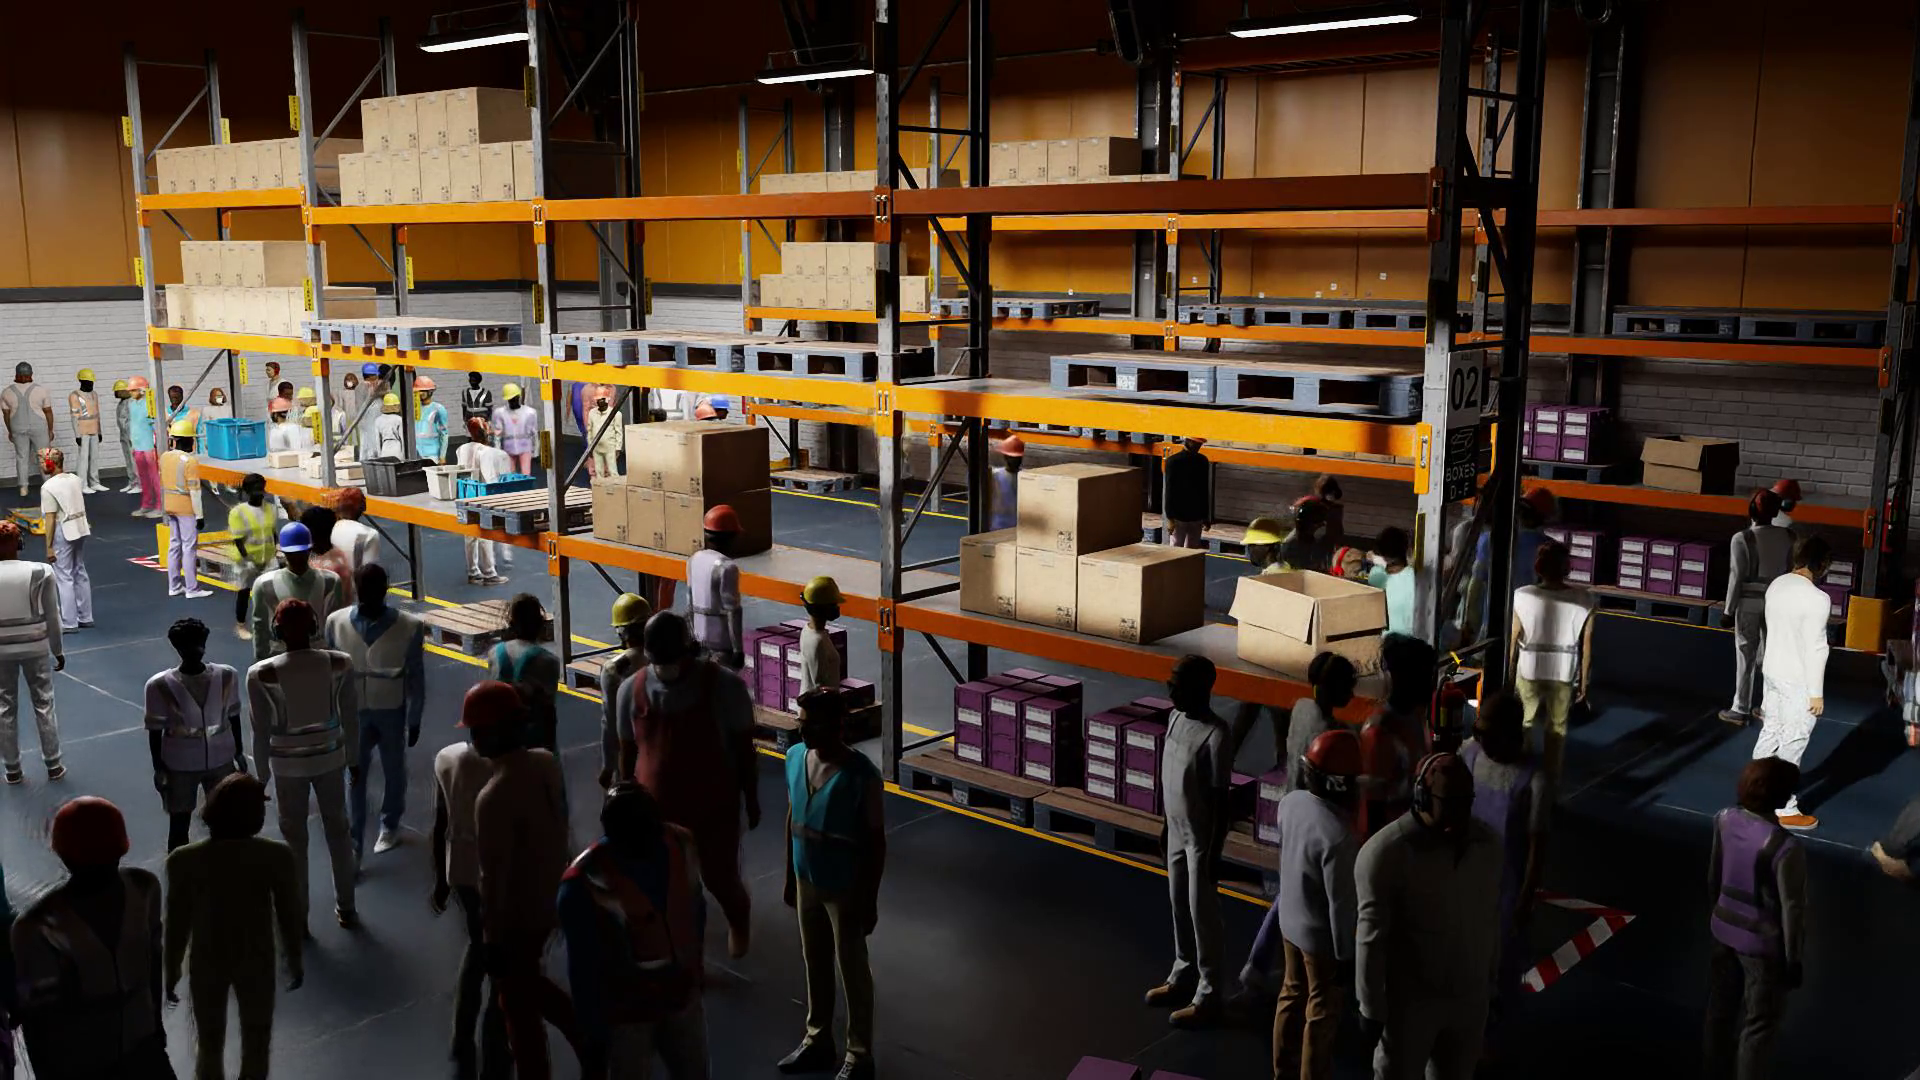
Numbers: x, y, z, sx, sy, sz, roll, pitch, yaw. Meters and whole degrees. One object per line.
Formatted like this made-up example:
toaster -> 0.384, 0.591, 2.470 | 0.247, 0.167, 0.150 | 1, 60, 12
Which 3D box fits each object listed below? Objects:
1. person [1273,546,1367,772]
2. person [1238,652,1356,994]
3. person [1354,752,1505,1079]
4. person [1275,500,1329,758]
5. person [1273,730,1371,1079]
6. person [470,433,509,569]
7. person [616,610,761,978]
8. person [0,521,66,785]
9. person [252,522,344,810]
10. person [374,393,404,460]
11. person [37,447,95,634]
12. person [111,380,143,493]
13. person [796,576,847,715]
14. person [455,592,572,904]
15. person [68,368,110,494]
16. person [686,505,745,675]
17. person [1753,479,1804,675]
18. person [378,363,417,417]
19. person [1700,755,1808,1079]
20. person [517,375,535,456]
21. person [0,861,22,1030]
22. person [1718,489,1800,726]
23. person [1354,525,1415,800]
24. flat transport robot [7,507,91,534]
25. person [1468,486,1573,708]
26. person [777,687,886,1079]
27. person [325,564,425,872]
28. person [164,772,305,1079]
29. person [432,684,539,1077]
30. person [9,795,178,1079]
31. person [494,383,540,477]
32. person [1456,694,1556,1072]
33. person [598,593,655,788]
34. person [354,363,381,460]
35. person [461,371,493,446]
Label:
person -> 2.451, 0.927, 11.083 | 0.496, 1.823, 0.566 | 6, 12, 30
person -> 1.777, 1.416, 8.315 | 0.765, 1.817, 0.564 | -3, 10, -16
person -> 1.801, 1.727, 6.305 | 0.652, 1.906, 0.409 | -4, 11, -21
person -> 2.525, 0.662, 12.236 | 0.367, 1.939, 0.635 | 7, 12, 34
person -> 1.565, 1.659, 7.158 | 0.343, 1.744, 0.560 | -3, 10, -16
person -> -5.539, -0.498, 19.448 | 0.588, 1.702, 0.559 | -1, 10, -8
person -> -1.382, 1.284, 8.431 | 0.731, 2.000, 0.621 | 1, 10, 6
person -> -6.617, 0.795, 11.681 | 0.581, 1.879, 0.365 | -4, 11, -23
person -> -4.435, 0.837, 11.218 | 0.602, 1.949, 0.393 | -6, 11, -29
person -> -7.873, -1.167, 23.133 | 0.485, 1.744, 0.294 | 2, 10, 11
person -> -8.728, 0.007, 16.240 | 0.395, 1.836, 0.561 | 0, 10, 2
person -> -12.783, -1.584, 25.508 | 0.484, 1.738, 0.321 | 10, 14, 43
person -> -0.852, 1.089, 10.311 | 0.314, 1.768, 0.526 | -2, 10, -11
person -> -2.536, 1.221, 9.481 | 0.524, 1.809, 0.821 | 4, 11, 21
person -> -13.355, -1.671, 25.495 | 0.400, 1.918, 0.592 | 1, 10, 8
person -> -1.725, 0.704, 12.008 | 0.378, 1.932, 0.551 | -9, 14, -43
person -> 7.220, 0.326, 14.712 | 0.379, 1.738, 0.620 | 0, 10, -1
person -> -10.210, -2.551, 30.115 | 0.683, 2.000, 0.537 | -8, 13, -38
person -> 3.390, 1.719, 7.107 | 0.309, 1.639, 0.521 | -3, 10, -16
person -> -7.843, -2.424, 29.932 | 0.353, 1.858, 0.510 | -2, 10, -12
person -> -3.909, 1.747, 6.380 | 0.627, 1.844, 0.429 | -1, 10, -8
person -> 6.293, 0.534, 13.119 | 0.572, 1.883, 0.354 | -2, 10, -9
person -> 2.974, 0.842, 11.281 | 0.515, 1.923, 0.647 | -2, 10, -13
flat transport robot -> -12.221, -0.282, 22.288 | 0.652, 0.197, 1.431 | -9, 14, -42
person -> 4.630, 0.479, 13.448 | 0.823, 1.886, 0.635 | 4, 11, 23
person -> -0.565, 1.548, 7.492 | 0.570, 1.843, 0.372 | 9, 13, 40
person -> -3.561, 1.075, 10.079 | 0.611, 1.870, 0.953 | -1, 10, -7
person -> -3.002, 1.773, 6.905 | 0.531, 1.606, 0.426 | -3, 10, -14
person -> -2.120, 1.554, 7.575 | 0.603, 1.811, 0.433 | 2, 10, 13
person -> -3.003, 1.810, 5.905 | 0.986, 1.879, 0.572 | 7, 12, 33
person -> -6.158, -1.257, 23.194 | 0.635, 1.899, 0.596 | -1, 10, -6
person -> 2.417, 1.558, 7.531 | 0.466, 1.810, 0.545 | -9, 14, -42
person -> -1.823, 1.201, 9.518 | 0.403, 1.823, 0.588 | 8, 13, 40
person -> -9.325, -1.832, 26.318 | 0.616, 1.942, 0.408 | 10, 14, 44
person -> -8.111, -1.995, 27.943 | 0.530, 1.696, 0.322 | 1, 10, 4
